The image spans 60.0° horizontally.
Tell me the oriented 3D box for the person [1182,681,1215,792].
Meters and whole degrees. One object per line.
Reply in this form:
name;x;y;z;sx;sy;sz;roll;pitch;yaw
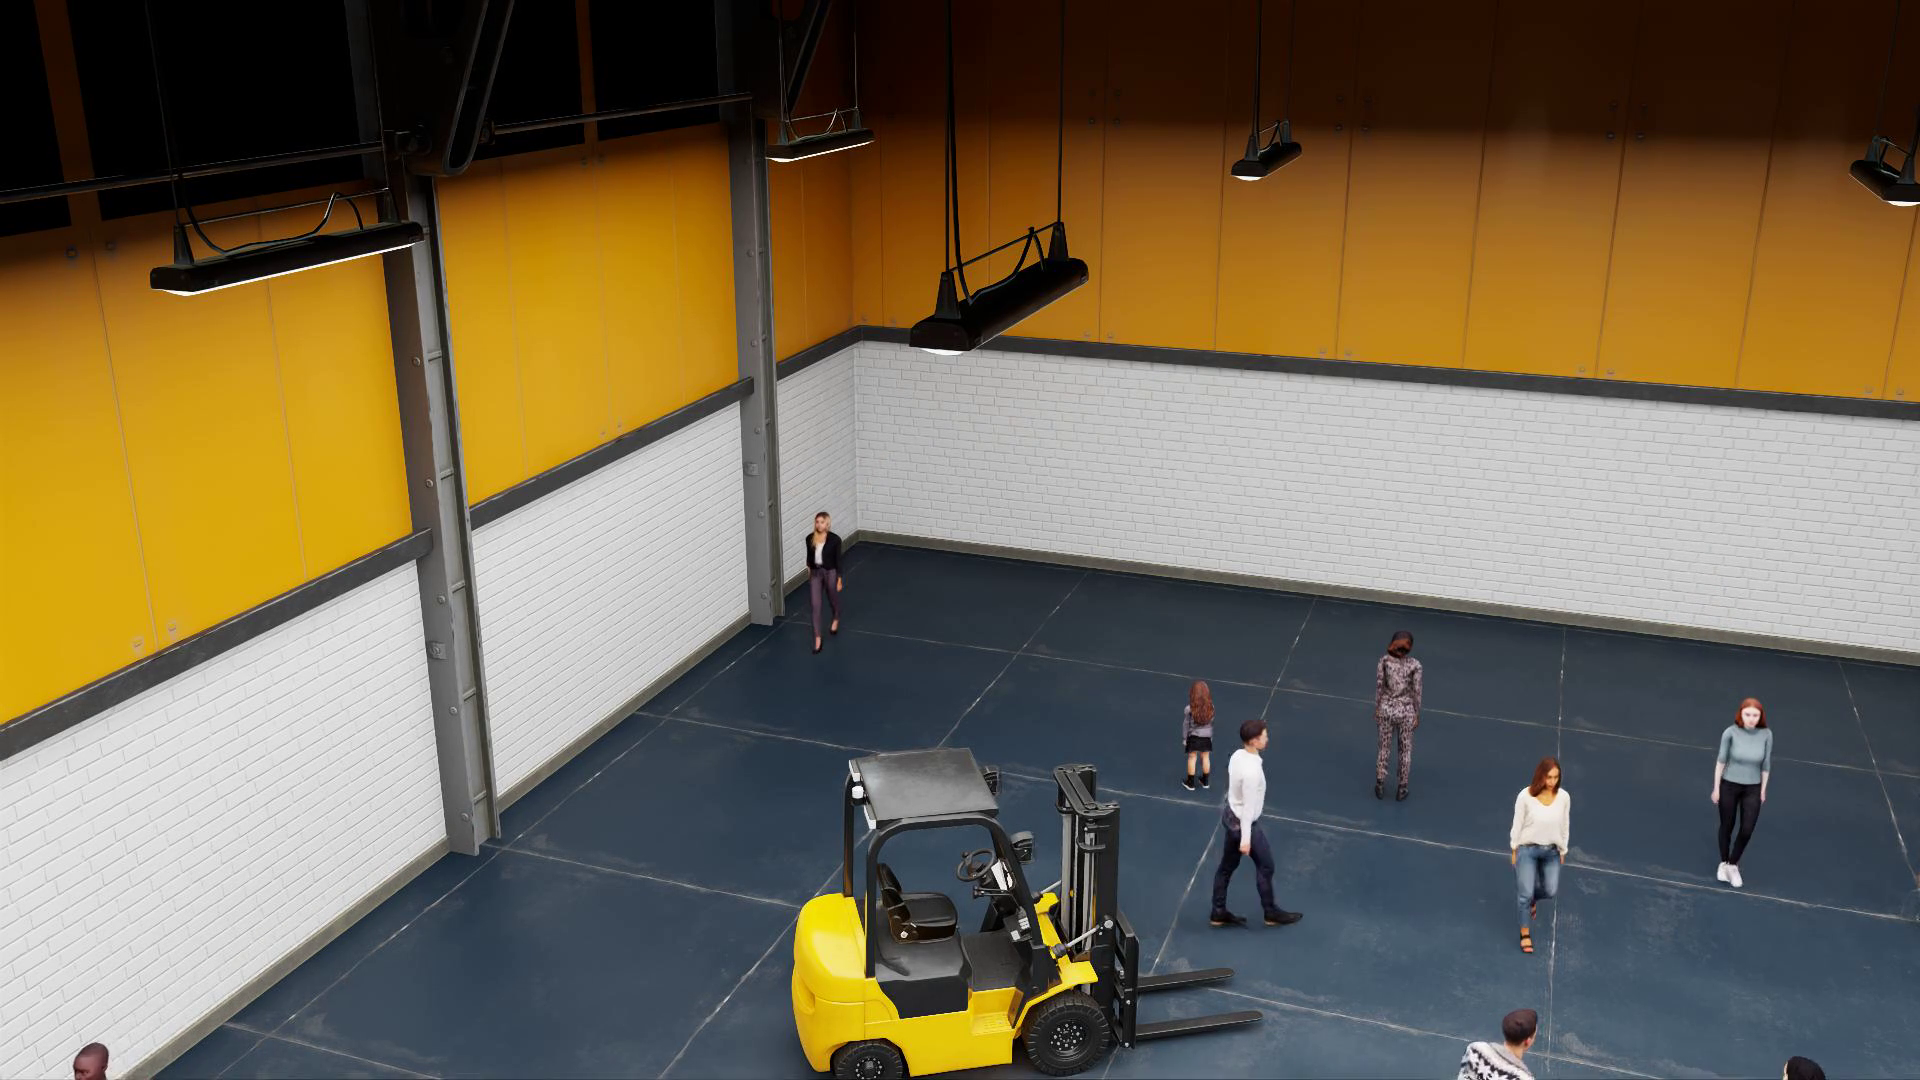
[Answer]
person;2.312;1.881;16.097;0.534;1.105;0.576;-5;19;-16

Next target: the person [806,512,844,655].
person;-1.555;0.460;19.504;0.732;1.624;1.065;3;19;10

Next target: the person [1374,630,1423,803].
person;4.148;1.653;15.822;0.566;1.713;0.541;7;20;20

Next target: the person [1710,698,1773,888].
person;6.719;2.135;14.364;0.612;1.729;0.623;5;19;15

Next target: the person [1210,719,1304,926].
person;2.223;2.333;13.592;0.984;1.848;1.041;-2;19;-6

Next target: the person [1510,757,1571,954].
person;4.641;2.480;13.433;0.740;1.669;0.845;1;19;4

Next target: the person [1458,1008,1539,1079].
person;3.055;3.616;9.808;0.887;1.830;0.853;-10;21;-28
